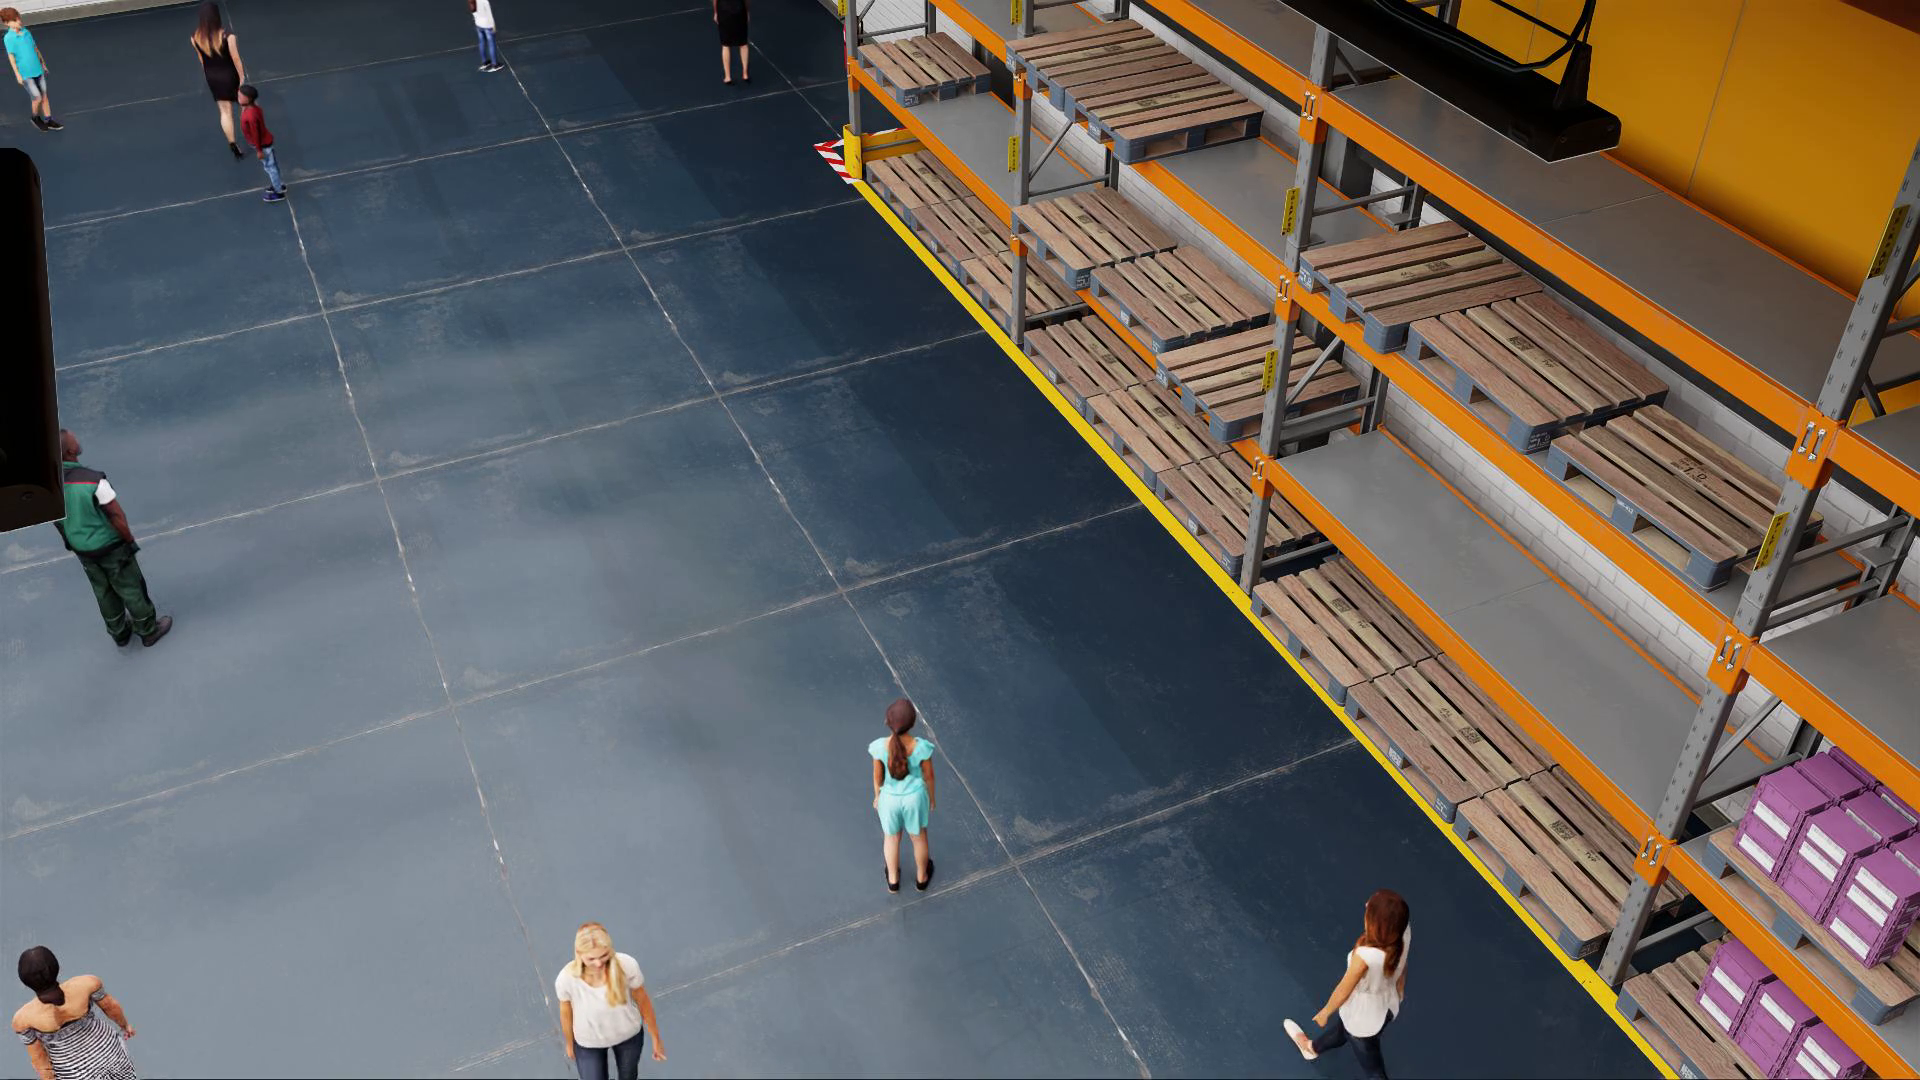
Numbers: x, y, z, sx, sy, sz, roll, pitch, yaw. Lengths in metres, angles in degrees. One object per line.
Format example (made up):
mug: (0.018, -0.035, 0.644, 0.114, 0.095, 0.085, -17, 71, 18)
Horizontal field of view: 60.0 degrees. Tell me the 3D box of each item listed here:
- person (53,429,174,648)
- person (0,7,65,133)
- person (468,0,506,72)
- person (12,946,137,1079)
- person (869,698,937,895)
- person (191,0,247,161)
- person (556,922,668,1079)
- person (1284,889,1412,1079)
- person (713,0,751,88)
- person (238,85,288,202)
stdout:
person: (-6.158, 0.000, 11.889, 0.776, 1.837, 0.772, 3, 39, 3)
person: (-10.632, -5.352, 18.903, 0.698, 1.447, 0.638, 13, 40, 16)
person: (-5.845, -6.342, 20.414, 0.528, 1.109, 0.598, 19, 43, 23)
person: (-4.371, 2.776, 8.470, 0.803, 1.765, 1.188, -26, 45, -29)
person: (-0.347, 1.564, 10.154, 0.627, 1.558, 0.645, 1, 39, 1)
person: (-8.103, -5.004, 18.287, 0.885, 1.671, 1.107, -3, 39, -4)
person: (-1.855, 2.552, 8.729, 0.671, 1.792, 0.913, -13, 40, -15)
person: (2.242, 2.538, 8.778, 0.838, 1.752, 1.135, -30, 47, -32)
person: (-2.719, -6.275, 19.819, 0.607, 1.745, 0.559, -10, 40, -13)
person: (-7.397, -4.229, 17.652, 0.592, 1.253, 0.479, -9, 39, -11)
